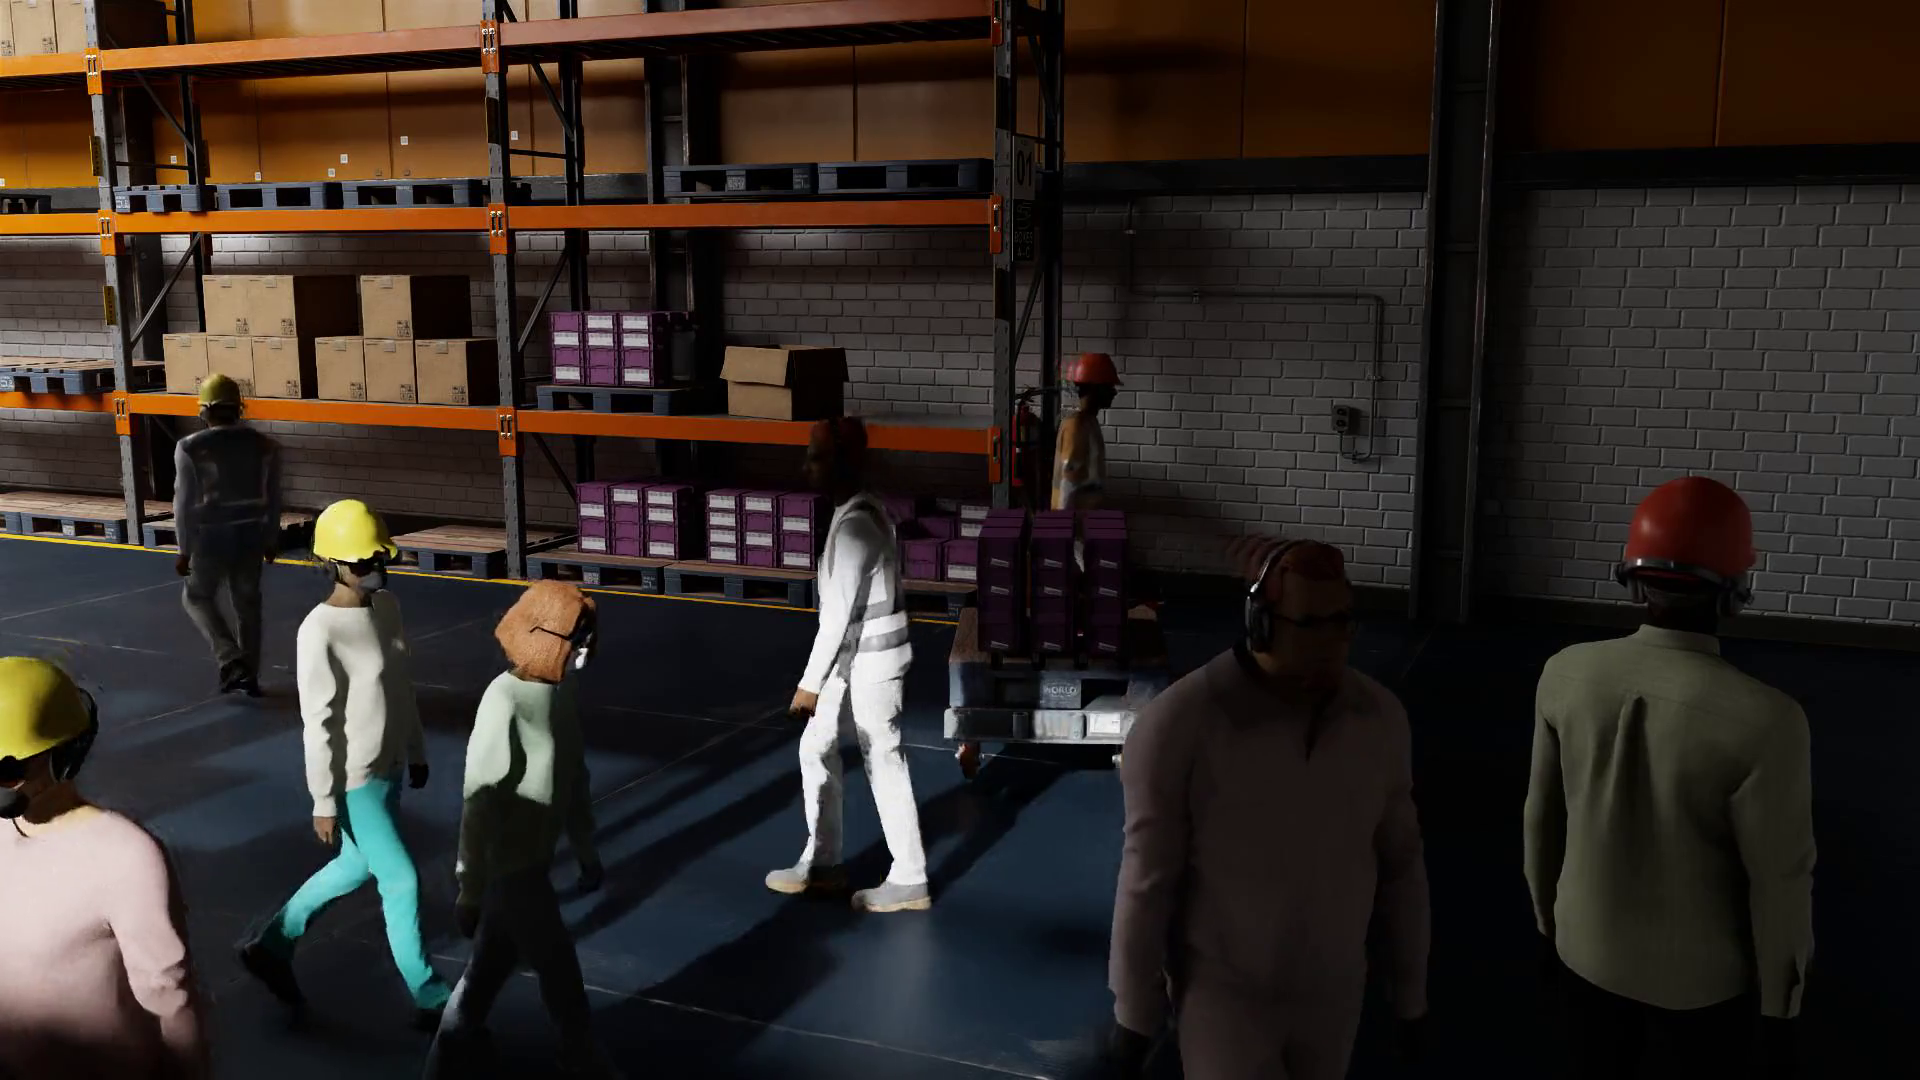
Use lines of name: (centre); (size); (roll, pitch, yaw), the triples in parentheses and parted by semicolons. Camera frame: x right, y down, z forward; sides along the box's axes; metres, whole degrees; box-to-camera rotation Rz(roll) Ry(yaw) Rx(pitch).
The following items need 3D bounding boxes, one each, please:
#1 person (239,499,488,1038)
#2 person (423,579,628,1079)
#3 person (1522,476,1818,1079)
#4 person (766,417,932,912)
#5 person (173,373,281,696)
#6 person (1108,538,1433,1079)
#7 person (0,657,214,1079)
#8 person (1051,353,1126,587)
person: (-1.919, 0.709, 5.166); (0.820, 1.732, 0.551); (1, 10, 7)
person: (-1.148, 0.885, 4.529); (0.825, 1.578, 0.531); (1, 10, 6)
person: (1.451, 0.862, 3.439); (0.372, 1.997, 0.622); (-6, 11, -33)
person: (-0.455, 0.477, 6.168); (0.762, 1.856, 0.607); (-1, 10, -7)
person: (-4.054, -0.012, 9.210); (0.431, 1.817, 0.615); (7, 12, 38)
person: (0.673, 0.933, 3.340); (0.675, 1.880, 0.683); (-4, 10, -23)
person: (-1.691, 1.045, 3.223); (0.516, 1.726, 0.922); (4, 10, 23)
person: (0.797, -0.114, 9.560); (0.851, 1.899, 0.567); (2, 10, 10)
